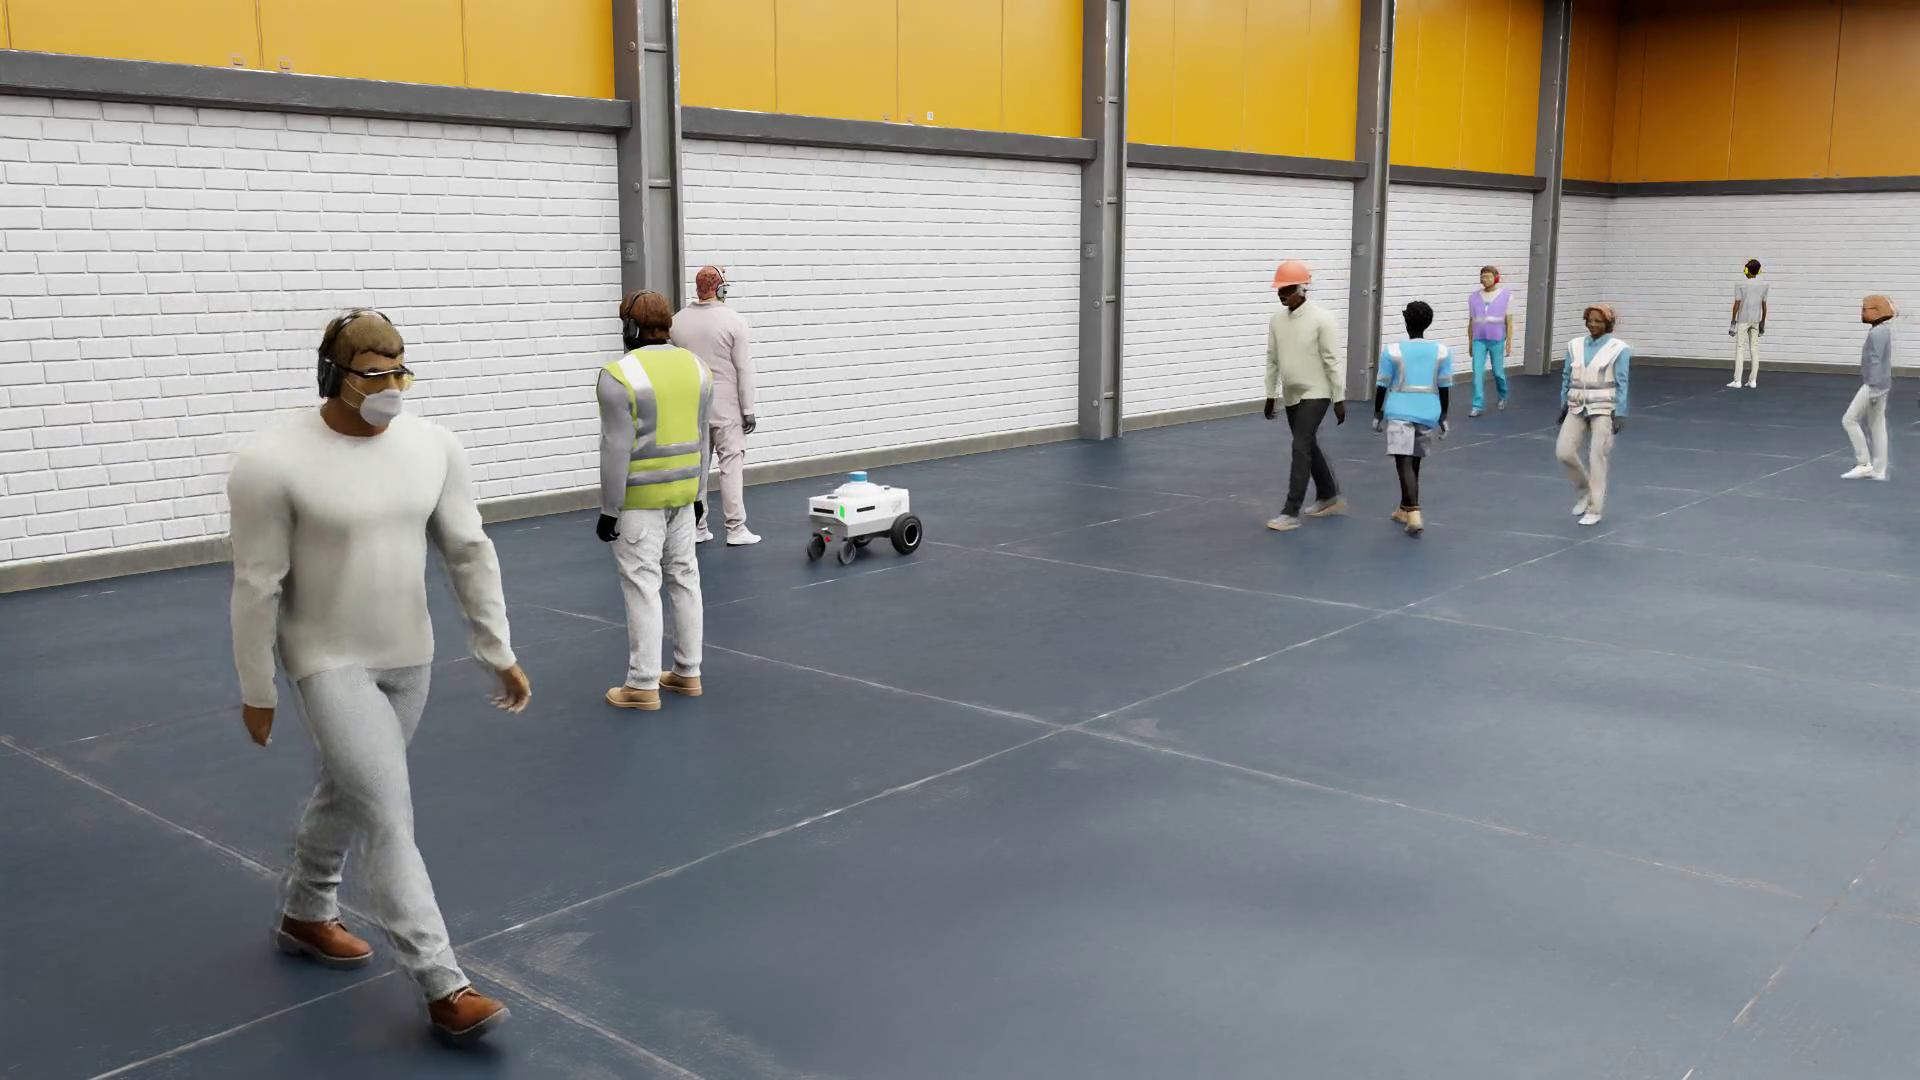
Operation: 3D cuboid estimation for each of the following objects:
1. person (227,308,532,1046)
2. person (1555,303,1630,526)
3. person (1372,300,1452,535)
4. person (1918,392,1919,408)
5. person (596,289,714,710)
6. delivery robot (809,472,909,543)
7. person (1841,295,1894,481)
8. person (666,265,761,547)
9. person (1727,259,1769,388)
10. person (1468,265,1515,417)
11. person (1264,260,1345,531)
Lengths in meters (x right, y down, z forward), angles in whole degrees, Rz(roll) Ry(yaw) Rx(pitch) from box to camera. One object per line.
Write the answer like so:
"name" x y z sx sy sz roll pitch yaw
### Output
"person" -1.555 0.334 4.394 1.056 1.878 0.649 7 12 35
"person" 4.620 -0.919 12.185 0.373 1.626 0.548 -7 12 -36
"person" 3.237 -0.881 11.893 0.536 1.656 0.850 -1 10 -4
"person" 7.620 -1.144 12.620 0.646 1.923 0.521 1 10 6
"person" -1.368 -0.177 7.354 0.429 1.842 0.635 7 12 34
"delivery robot" -0.660 -0.205 10.909 0.477 0.478 0.707 8 13 38
"person" 7.899 -1.319 14.485 0.487 1.612 0.531 7 12 33
"person" -1.659 -0.906 11.321 0.638 1.909 0.408 4 11 21
"person" 11.446 -3.138 24.166 0.511 1.866 0.319 -1 10 -4
"person" 6.412 -2.406 20.086 0.572 1.826 0.744 7 12 34
"person" 2.566 -1.069 12.188 0.941 1.946 0.662 -7 12 -34
